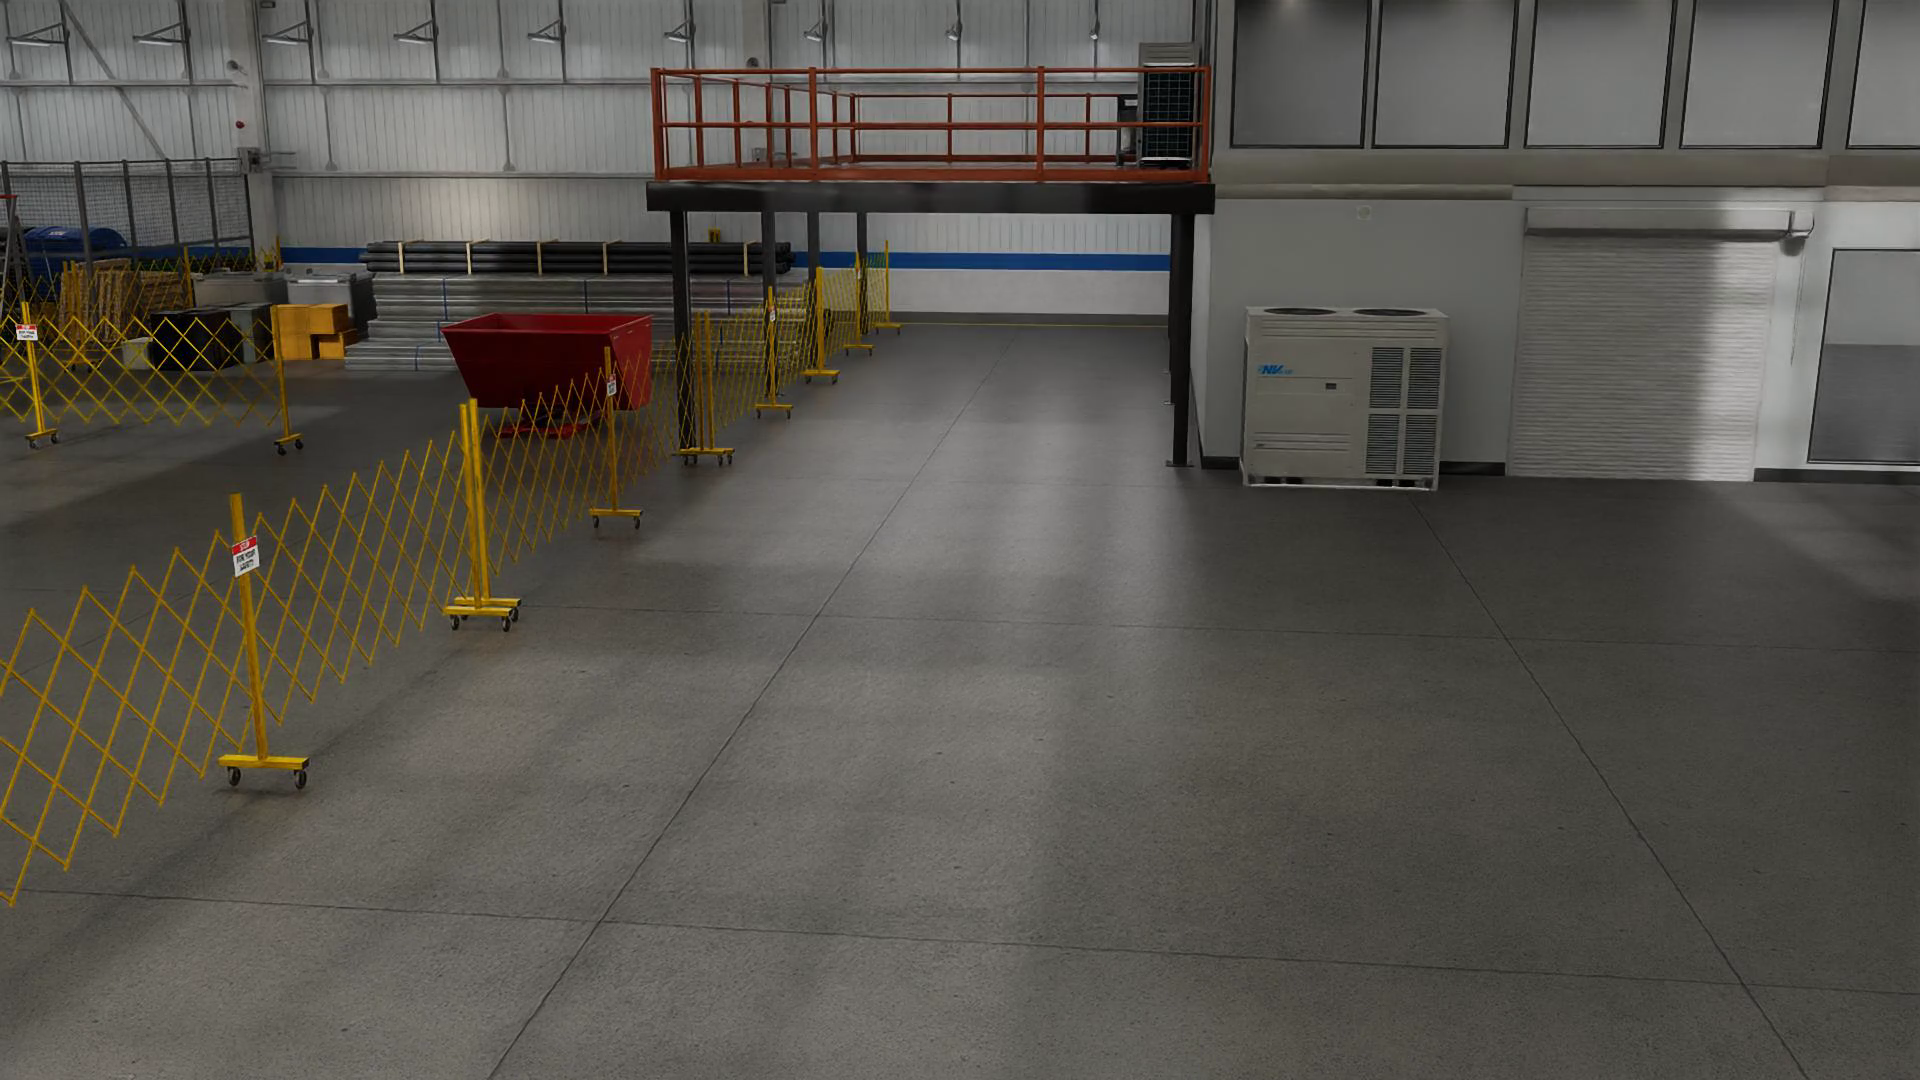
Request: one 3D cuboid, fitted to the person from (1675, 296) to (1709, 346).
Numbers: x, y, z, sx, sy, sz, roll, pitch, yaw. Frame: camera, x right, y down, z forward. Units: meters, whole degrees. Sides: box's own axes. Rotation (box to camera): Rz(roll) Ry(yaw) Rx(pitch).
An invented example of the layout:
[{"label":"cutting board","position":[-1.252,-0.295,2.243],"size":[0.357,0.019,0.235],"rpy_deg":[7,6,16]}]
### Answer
[{"label":"person","position":[7.812,-1.710,17.914],"size":[1.012,1.855,0.653],"rpy_deg":[1,14,5]}]
